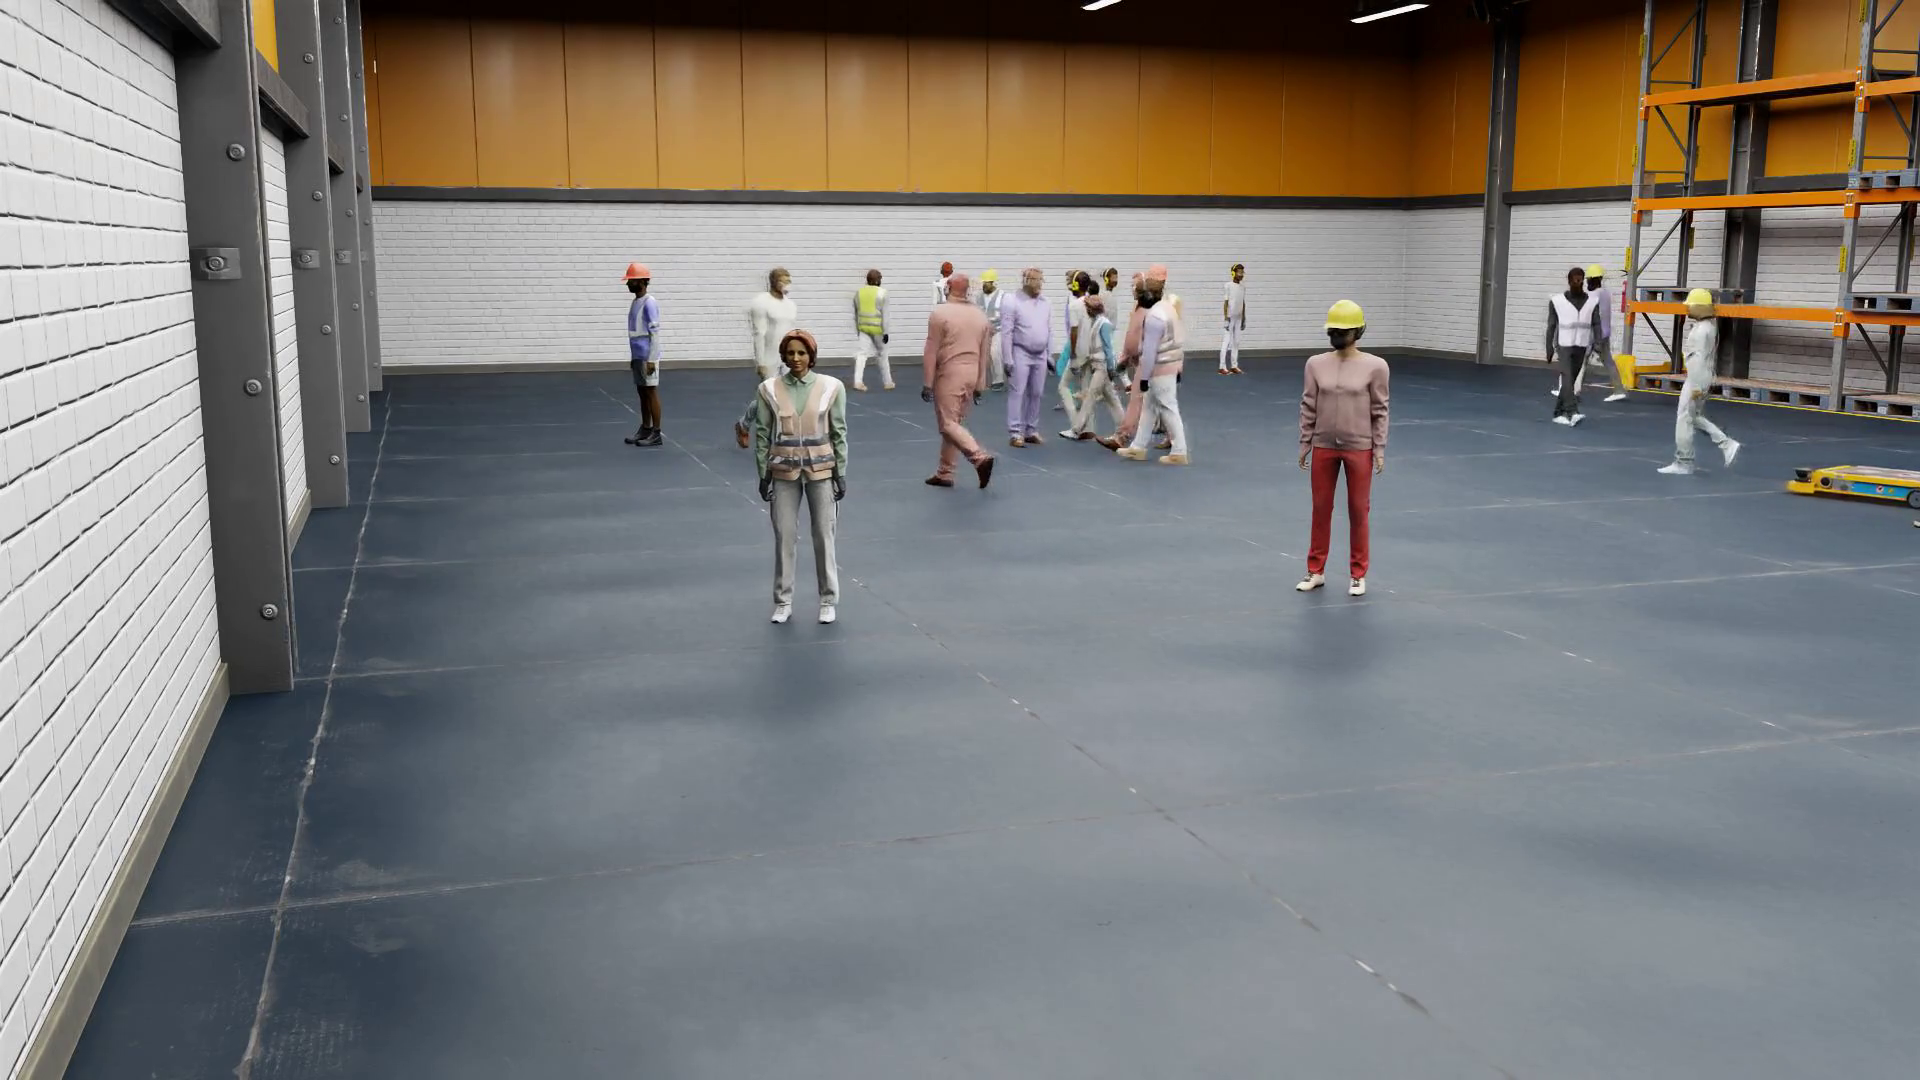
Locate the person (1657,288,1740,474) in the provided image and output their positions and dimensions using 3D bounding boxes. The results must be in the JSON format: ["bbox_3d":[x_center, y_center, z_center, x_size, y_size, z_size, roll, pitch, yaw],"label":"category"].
[{"bbox_3d":[6.835,-1.453,15.294,0.602,1.724,0.496,6,11,31],"label":"person"}]

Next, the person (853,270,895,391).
[{"bbox_3d":[-1.307,-3.115,24.738,0.641,1.798,0.950,5,11,27],"label":"person"}]

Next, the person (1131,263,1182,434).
[{"bbox_3d":[2.194,-2.132,18.672,0.557,1.917,0.476,2,10,12],"label":"person"}]

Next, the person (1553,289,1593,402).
[{"bbox_3d":[8.269,-2.636,22.468,0.527,1.607,0.589,5,11,26],"label":"person"}]

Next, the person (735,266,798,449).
[{"bbox_3d":[-1.922,-1.818,16.889,0.794,1.916,0.635,8,13,39],"label":"person"}]

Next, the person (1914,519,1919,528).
[{"bbox_3d":[7.580,-1.016,12.150,0.871,1.942,0.598,0,10,2],"label":"person"}]

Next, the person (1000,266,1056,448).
[{"bbox_3d":[0.726,-1.935,17.590,0.655,1.911,0.402,-7,12,-35],"label":"person"}]

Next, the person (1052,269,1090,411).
[{"bbox_3d":[1.442,-2.562,21.423,0.642,1.819,0.613,5,11,25],"label":"person"}]

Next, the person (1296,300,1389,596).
[{"bbox_3d":[2.279,-0.544,9.933,0.531,1.765,0.327,5,11,28],"label":"person"}]

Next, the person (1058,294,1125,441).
[{"bbox_3d":[1.488,-1.857,18.022,0.854,1.584,0.522,-2,10,-11],"label":"person"}]

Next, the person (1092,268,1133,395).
[{"bbox_3d":[2.173,-2.999,23.990,0.990,1.815,0.542,8,13,38],"label":"person"}]

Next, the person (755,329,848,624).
[{"bbox_3d":[-0.868,-0.344,9.166,0.509,1.629,0.314,0,10,-1],"label":"person"}]

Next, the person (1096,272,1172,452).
[{"bbox_3d":[1.881,-1.828,17.161,1.002,1.851,0.651,-2,10,-11],"label":"person"}]

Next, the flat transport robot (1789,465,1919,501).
[{"bbox_3d":[7.705,-0.448,13.696,0.652,0.197,1.431,-7,12,-35],"label":"flat transport robot"}]

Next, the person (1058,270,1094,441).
[{"bbox_3d":[1.304,-2.006,18.150,0.518,1.848,0.506,-9,13,-41],"label":"person"}]

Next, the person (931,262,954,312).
[{"bbox_3d":[-0.227,-3.899,29.006,0.587,1.882,0.342,-3,10,-15],"label":"person"}]

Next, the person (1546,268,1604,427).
[{"bbox_3d":[7.238,-2.249,19.546,0.596,1.858,1.031,-1,10,-6],"label":"person"}]

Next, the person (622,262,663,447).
[{"bbox_3d":[-3.365,-1.957,17.607,0.372,1.939,0.544,-6,11,-30],"label":"person"}]

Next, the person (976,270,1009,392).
[{"bbox_3d":[0.482,-3.070,24.478,0.602,1.797,0.567,8,12,37],"label":"person"}]

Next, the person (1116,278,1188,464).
[{"bbox_3d":[1.839,-1.621,16.105,0.865,1.791,0.679,3,10,18],"label":"person"}]

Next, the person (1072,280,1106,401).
[{"bbox_3d":[1.819,-2.748,22.959,0.713,1.674,0.542,6,11,29],"label":"person"}]

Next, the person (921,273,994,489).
[{"bbox_3d":[0.009,-1.360,14.342,0.796,1.876,0.652,9,13,43],"label":"person"}]

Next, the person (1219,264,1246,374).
[{"bbox_3d":[4.630,-3.718,28.062,0.509,1.858,0.354,-7,12,-34],"label":"person"}]

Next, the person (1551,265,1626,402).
[{"bbox_3d":[8.765,-2.845,22.955,1.030,1.868,0.603,9,13,43],"label":"person"}]
